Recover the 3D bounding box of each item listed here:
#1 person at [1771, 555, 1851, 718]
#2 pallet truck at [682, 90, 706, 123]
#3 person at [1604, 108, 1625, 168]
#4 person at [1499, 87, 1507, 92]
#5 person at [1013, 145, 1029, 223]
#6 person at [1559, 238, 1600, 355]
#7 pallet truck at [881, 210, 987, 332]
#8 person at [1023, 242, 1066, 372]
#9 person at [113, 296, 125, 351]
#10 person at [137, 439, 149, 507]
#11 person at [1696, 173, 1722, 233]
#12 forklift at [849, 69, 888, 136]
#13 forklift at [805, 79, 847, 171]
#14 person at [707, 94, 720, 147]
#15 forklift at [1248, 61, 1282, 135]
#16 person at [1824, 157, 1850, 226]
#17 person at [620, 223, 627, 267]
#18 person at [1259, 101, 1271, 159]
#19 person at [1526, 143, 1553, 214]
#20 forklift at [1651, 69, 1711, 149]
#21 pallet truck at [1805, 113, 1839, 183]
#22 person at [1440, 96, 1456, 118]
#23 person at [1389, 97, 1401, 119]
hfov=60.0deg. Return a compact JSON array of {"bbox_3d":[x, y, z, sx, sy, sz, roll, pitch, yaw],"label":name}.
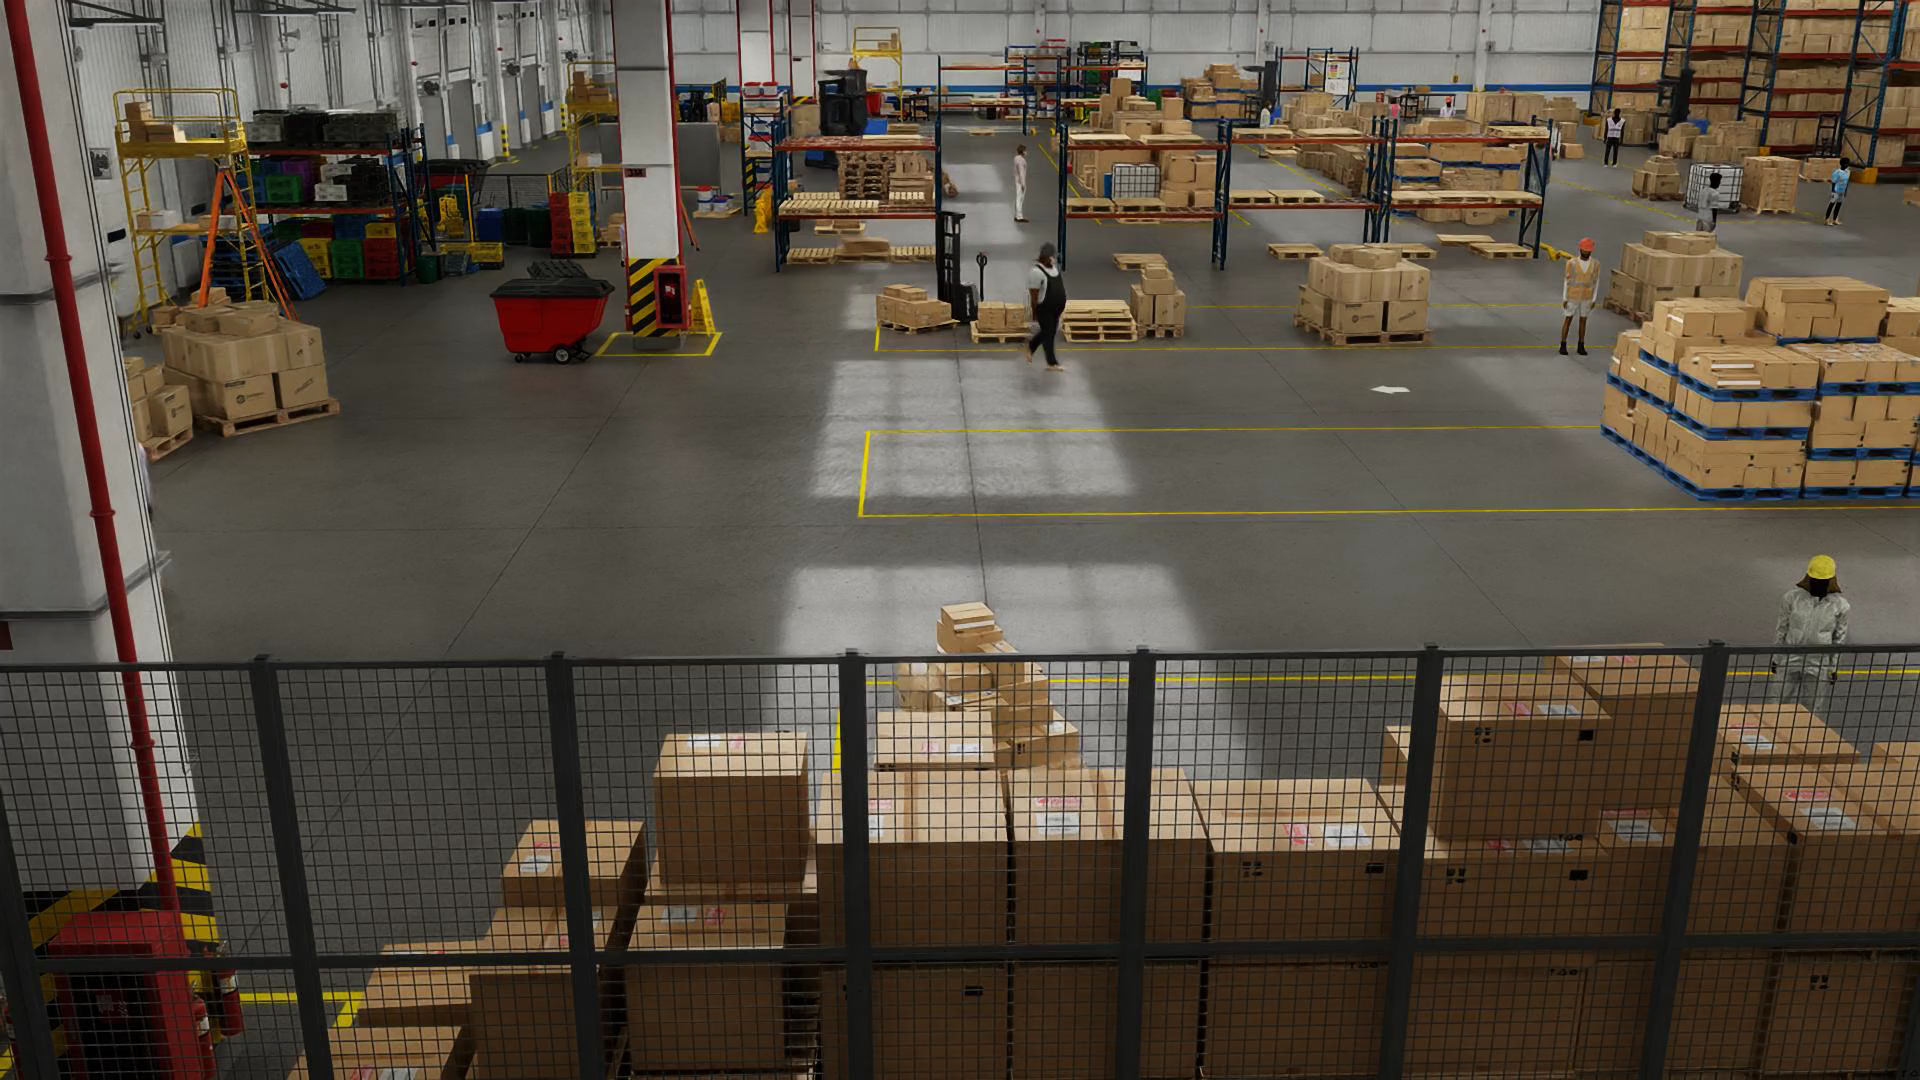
[{"bbox_3d":[6.519,0.944,12.823,0.484,1.745,0.296,9,21,24],"label":"person"},{"bbox_3d":[-9.671,-15.907,62.421,0.823,1.965,1.885,5,19,15],"label":"pallet truck"},{"bbox_3d":[21.330,-13.112,54.273,0.595,1.912,0.387,6,19,16],"label":"person"},{"bbox_3d":[20.821,-16.321,63.685,0.620,1.974,0.632,7,20,20],"label":"person"},{"bbox_3d":[1.532,-9.009,42.050,0.372,1.940,0.631,-4,19,-11],"label":"person"},{"bbox_3d":[10.104,-3.958,27.090,0.542,1.928,0.400,2,19,6],"label":"person"},{"bbox_3d":[-0.493,-4.759,29.349,1.885,1.965,0.823,-13,23,-34],"label":"pallet truck"},{"bbox_3d":[1.311,-3.701,26.144,0.819,2.000,0.690,13,23,34],"label":"person"},{"bbox_3d":[-12.389,-2.908,24.093,0.534,1.842,0.615,0,19,0],"label":"person"},{"bbox_3d":[-8.455,-0.404,16.698,0.703,1.826,0.635,18,25,42],"label":"person"},{"bbox_3d":[16.120,-6.932,35.867,0.384,1.957,0.606,-2,19,-7],"label":"person"},{"bbox_3d":[-3.627,-15.472,59.769,1.873,2.768,1.129,-10,21,-26],"label":"forklift"},{"bbox_3d":[-4.097,-13.405,53.639,1.129,2.768,1.873,-17,25,-40],"label":"forklift"},{"bbox_3d":[-9.048,-15.356,60.910,0.381,1.918,0.585,14,23,36],"label":"person"},{"bbox_3d":[12.259,-17.516,65.833,1.873,2.768,1.129,-1,19,-1],"label":"forklift"},{"bbox_3d":[21.914,-8.686,41.479,0.532,1.691,0.322,-8,20,-23],"label":"person"},{"bbox_3d":[-6.109,-5.331,31.171,0.584,1.917,0.385,-16,24,-39],"label":"person"},{"bbox_3d":[10.492,-14.121,57.213,0.376,1.940,0.629,0,19,0],"label":"person"},{"bbox_3d":[15.225,-9.569,43.770,0.661,1.893,0.976,9,21,25],"label":"person"},{"bbox_3d":[26.017,-15.503,59.863,1.873,2.768,1.129,5,19,14],"label":"forklift"},{"bbox_3d":[26.403,-11.957,50.702,0.823,1.965,1.885,6,19,16],"label":"pallet truck"},{"bbox_3d":[17.352,-14.811,59.261,0.550,1.935,0.375,7,20,20],"label":"person"},{"bbox_3d":[15.666,-15.147,60.408,0.635,1.842,0.429,-8,20,-23],"label":"person"}]
